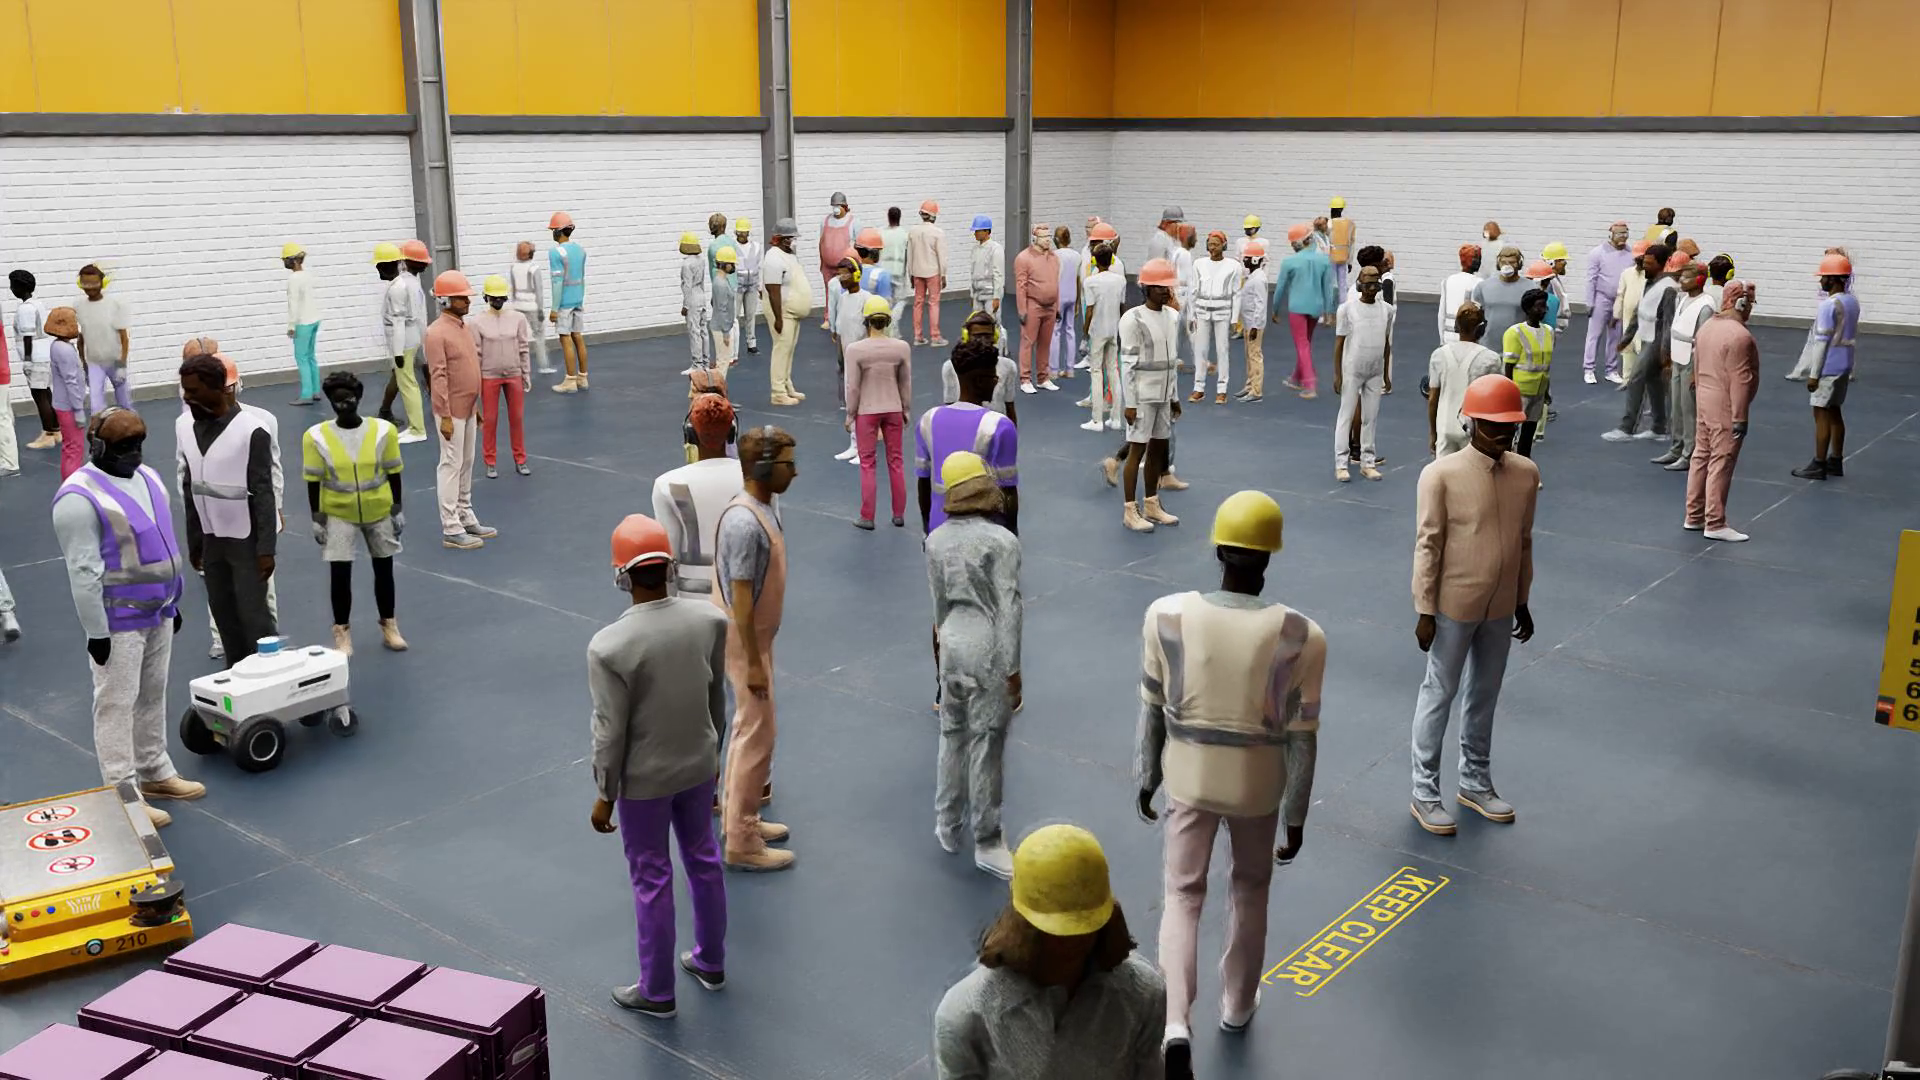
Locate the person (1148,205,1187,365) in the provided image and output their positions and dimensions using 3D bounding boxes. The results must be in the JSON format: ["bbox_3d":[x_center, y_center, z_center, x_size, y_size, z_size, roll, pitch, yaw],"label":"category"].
[{"bbox_3d":[2.637,-3.177,20.869,0.535,2.000,0.682,8,16,30],"label":"person"}]

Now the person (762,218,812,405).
[{"bbox_3d":[-1.885,-2.508,18.196,0.535,2.000,0.687,2,14,8],"label":"person"}]

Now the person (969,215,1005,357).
[{"bbox_3d":[0.309,-2.989,20.328,0.414,1.941,0.606,-10,17,-35],"label":"person"}]

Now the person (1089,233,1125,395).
[{"bbox_3d":[1.676,-2.543,18.731,0.336,1.845,0.514,-3,14,-11],"label":"person"}]

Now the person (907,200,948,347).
[{"bbox_3d":[-0.436,-3.672,22.940,0.614,1.993,0.395,9,17,33],"label":"person"}]

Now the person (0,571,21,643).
[{"bbox_3d":[-5.712,-0.158,9.465,0.411,1.713,0.537,5,15,21],"label":"person"}]

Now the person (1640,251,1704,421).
[{"bbox_3d":[7.367,-2.104,17.182,0.342,1.740,0.576,-9,17,-31],"label":"person"}]

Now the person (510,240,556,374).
[{"bbox_3d":[-5.273,-2.837,20.354,0.517,1.646,0.359,8,16,30],"label":"person"}]

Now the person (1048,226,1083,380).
[{"bbox_3d":[1.221,-2.828,19.900,0.524,1.834,0.359,-8,16,-31],"label":"person"}]

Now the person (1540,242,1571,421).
[{"bbox_3d":[6.093,-2.159,17.222,0.403,1.834,0.589,6,15,23],"label":"person"}]

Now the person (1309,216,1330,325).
[{"bbox_3d":[5.474,-4.113,25.414,0.307,1.645,0.514,11,18,36],"label":"person"}]

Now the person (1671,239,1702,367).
[{"bbox_3d":[9.097,-2.949,20.807,0.501,1.625,0.314,-10,17,-34],"label":"person"}]

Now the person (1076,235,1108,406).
[{"bbox_3d":[1.525,-2.357,17.845,0.374,1.915,0.597,-8,16,-28],"label":"person"}]

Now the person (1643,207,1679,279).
[{"bbox_3d":[10.212,-3.920,24.274,0.431,1.835,0.618,-3,14,-13],"label":"person"}]

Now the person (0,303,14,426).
[{"bbox_3d":[-9.574,-1.815,16.263,0.509,1.629,0.316,-2,14,-8],"label":"person"}]

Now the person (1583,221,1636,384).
[{"bbox_3d":[7.683,-2.794,19.607,0.636,1.911,0.405,-2,14,-8],"label":"person"}]

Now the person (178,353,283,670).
[{"bbox_3d":[-3.698,-0.006,8.475,0.606,1.906,0.401,7,16,26],"label":"person"}]

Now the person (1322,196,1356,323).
[{"bbox_3d":[5.784,-4.312,25.632,0.594,1.926,0.369,-4,15,-16],"label":"person"}]

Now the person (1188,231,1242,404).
[{"bbox_3d":[2.779,-2.435,18.225,0.573,1.883,0.356,6,15,23],"label":"person"}]

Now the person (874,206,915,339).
[{"bbox_3d":[-0.937,-3.720,23.327,0.598,1.899,0.650,4,15,15],"label":"person"}]

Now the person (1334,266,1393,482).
[{"bbox_3d":[3.449,-1.418,14.236,0.513,1.845,0.336,-3,14,-11],"label":"person"}]

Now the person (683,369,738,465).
[{"bbox_3d":[-1.433,-0.193,9.757,0.311,1.638,0.521,-7,16,-27],"label":"person"}]

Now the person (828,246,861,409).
[{"bbox_3d":[-1.125,-2.270,17.825,0.573,1.750,0.330,4,14,14],"label":"person"}]

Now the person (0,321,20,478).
[{"bbox_3d":[-8.441,-1.410,14.425,0.354,1.738,0.571,-11,18,-38],"label":"person"}]

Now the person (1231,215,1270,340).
[{"bbox_3d":[4.112,-3.700,23.523,0.527,1.765,0.329,9,17,31],"label":"person"}]

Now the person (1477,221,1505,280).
[{"bbox_3d":[7.748,-3.871,24.493,0.388,1.622,0.510,-7,16,-27],"label":"person"}]

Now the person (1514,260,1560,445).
[{"bbox_3d":[5.479,-1.783,15.880,0.324,1.752,0.560,11,18,38],"label":"person"}]

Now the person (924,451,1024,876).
[{"bbox_3d":[0.118,0.504,6.860,0.348,1.699,0.658,-13,19,-42],"label":"person"}]

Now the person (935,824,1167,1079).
[{"bbox_3d":[0.196,1.387,3.279,0.491,1.730,0.526,-2,14,-9],"label":"person"}]

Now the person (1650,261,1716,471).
[{"bbox_3d":[6.447,-1.532,14.695,0.379,1.842,0.570,1,14,3],"label":"person"}]

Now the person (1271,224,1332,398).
[{"bbox_3d":[3.873,-2.584,18.761,0.616,1.927,1.027,-5,15,-20],"label":"person"}]

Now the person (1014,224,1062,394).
[{"bbox_3d":[0.920,-2.638,18.983,0.639,1.910,0.406,-12,18,-39],"label":"person"}]

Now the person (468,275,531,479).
[{"bbox_3d":[-3.962,-1.407,14.372,0.518,1.756,0.342,-8,16,-31],"label":"person"}]

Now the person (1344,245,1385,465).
[{"bbox_3d":[3.647,-1.666,14.979,0.367,1.967,0.602,-1,14,-5],"label":"person"}]

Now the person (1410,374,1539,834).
[{"bbox_3d":[2.221,0.273,7.176,0.615,1.994,0.381,-6,15,-23],"label":"person"}]

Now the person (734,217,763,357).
[{"bbox_3d":[-2.854,-3.340,21.955,0.591,1.828,0.404,-8,16,-28],"label":"person"}]

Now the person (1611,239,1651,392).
[{"bbox_3d":[7.758,-2.562,19.030,0.389,1.733,0.580,-10,17,-35],"label":"person"}]

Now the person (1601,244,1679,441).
[{"bbox_3d":[6.525,-1.883,15.995,0.780,1.898,0.612,1,14,6],"label":"person"}]

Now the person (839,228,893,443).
[{"bbox_3d":[-0.869,-1.962,16.007,0.605,2.045,0.386,11,18,37],"label":"person"}]
